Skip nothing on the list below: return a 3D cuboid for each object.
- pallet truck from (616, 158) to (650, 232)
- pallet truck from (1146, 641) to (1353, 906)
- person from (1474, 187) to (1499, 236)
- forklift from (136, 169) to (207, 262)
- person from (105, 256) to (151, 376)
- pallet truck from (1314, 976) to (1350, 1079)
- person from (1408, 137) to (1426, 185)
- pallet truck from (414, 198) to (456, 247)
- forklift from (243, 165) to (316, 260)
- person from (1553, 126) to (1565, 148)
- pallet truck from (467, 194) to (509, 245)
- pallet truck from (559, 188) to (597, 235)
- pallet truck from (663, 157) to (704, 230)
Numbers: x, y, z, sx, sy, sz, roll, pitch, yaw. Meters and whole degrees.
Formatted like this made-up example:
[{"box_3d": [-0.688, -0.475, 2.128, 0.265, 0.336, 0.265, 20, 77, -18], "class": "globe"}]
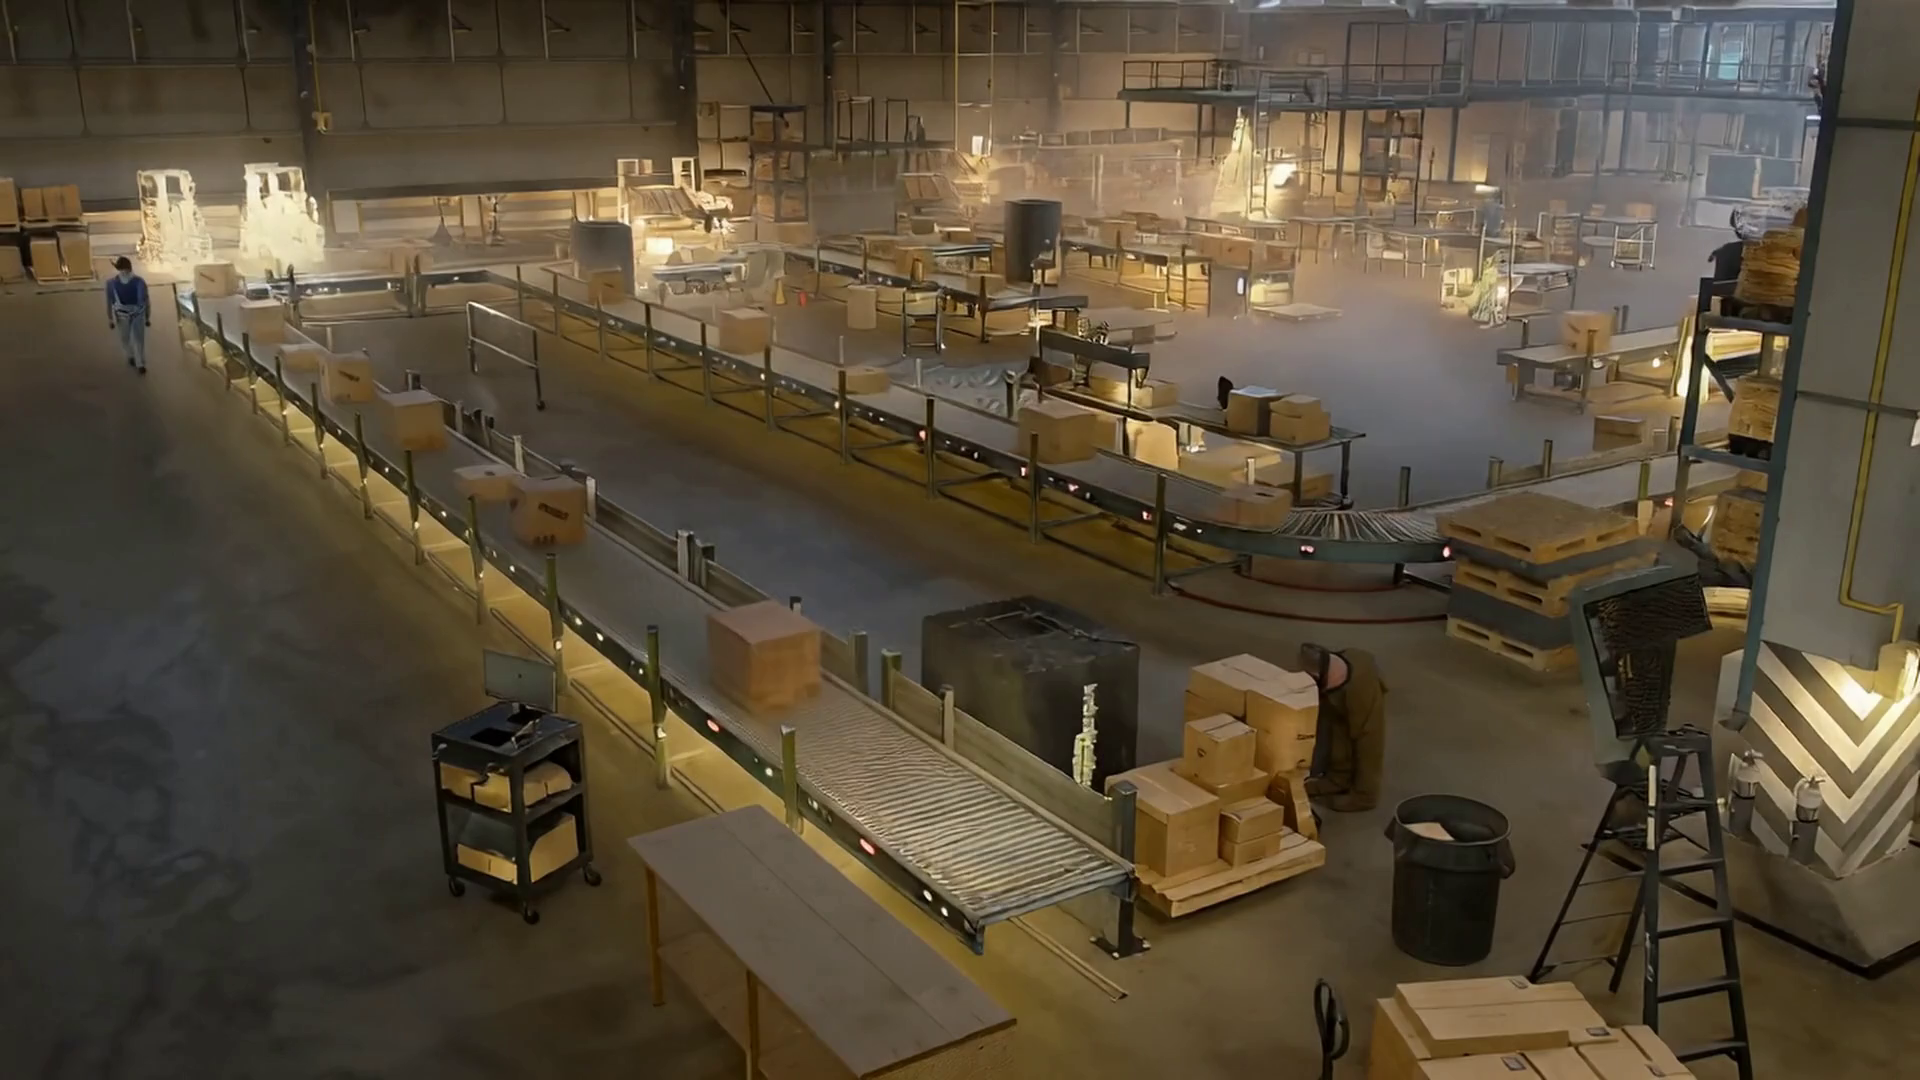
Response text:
[{"box_3d": [-8.918, -9.176, 44.255, 0.823, 1.965, 1.885, -9, 19, -27], "class": "pallet truck"}, {"box_3d": [1.664, 1.407, 10.232, 1.630, 1.274, 0.653, -10, 20, -31], "class": "pallet truck"}, {"box_3d": [11.983, -7.148, 37.905, 0.534, 1.765, 0.324, 13, 21, 38], "class": "person"}, {"box_3d": [-17.842, -7.318, 37.559, 1.157, 1.987, 2.680, -10, 20, -31], "class": "forklift"}, {"box_3d": [-12.747, -3.456, 25.534, 0.605, 1.813, 0.687, -8, 19, -26], "class": "person"}, {"box_3d": [2.299, 2.390, 7.086, 1.601, 1.201, 0.680, -2, 17, -7], "class": "pallet truck"}, {"box_3d": [16.180, -13.530, 58.968, 0.628, 1.855, 0.707, -6, 18, -19], "class": "person"}, {"box_3d": [-13.250, -8.060, 41.856, 0.680, 1.201, 1.601, -10, 20, -31], "class": "pallet truck"}, {"box_3d": [-15.898, -7.669, 38.708, 1.157, 1.987, 2.680, -11, 20, -33], "class": "forklift"}, {"box_3d": [23.091, -15.188, 64.490, 1.018, 1.850, 0.680, -4, 17, -13], "class": "person"}, {"box_3d": [-11.983, -8.177, 42.137, 0.704, 1.261, 1.522, -11, 20, -33], "class": "pallet truck"}, {"box_3d": [-10.010, -8.652, 43.699, 0.653, 1.274, 1.630, -10, 20, -31], "class": "pallet truck"}, {"box_3d": [-7.586, -9.308, 44.692, 0.823, 1.965, 1.885, -11, 20, -33], "class": "pallet truck"}]
